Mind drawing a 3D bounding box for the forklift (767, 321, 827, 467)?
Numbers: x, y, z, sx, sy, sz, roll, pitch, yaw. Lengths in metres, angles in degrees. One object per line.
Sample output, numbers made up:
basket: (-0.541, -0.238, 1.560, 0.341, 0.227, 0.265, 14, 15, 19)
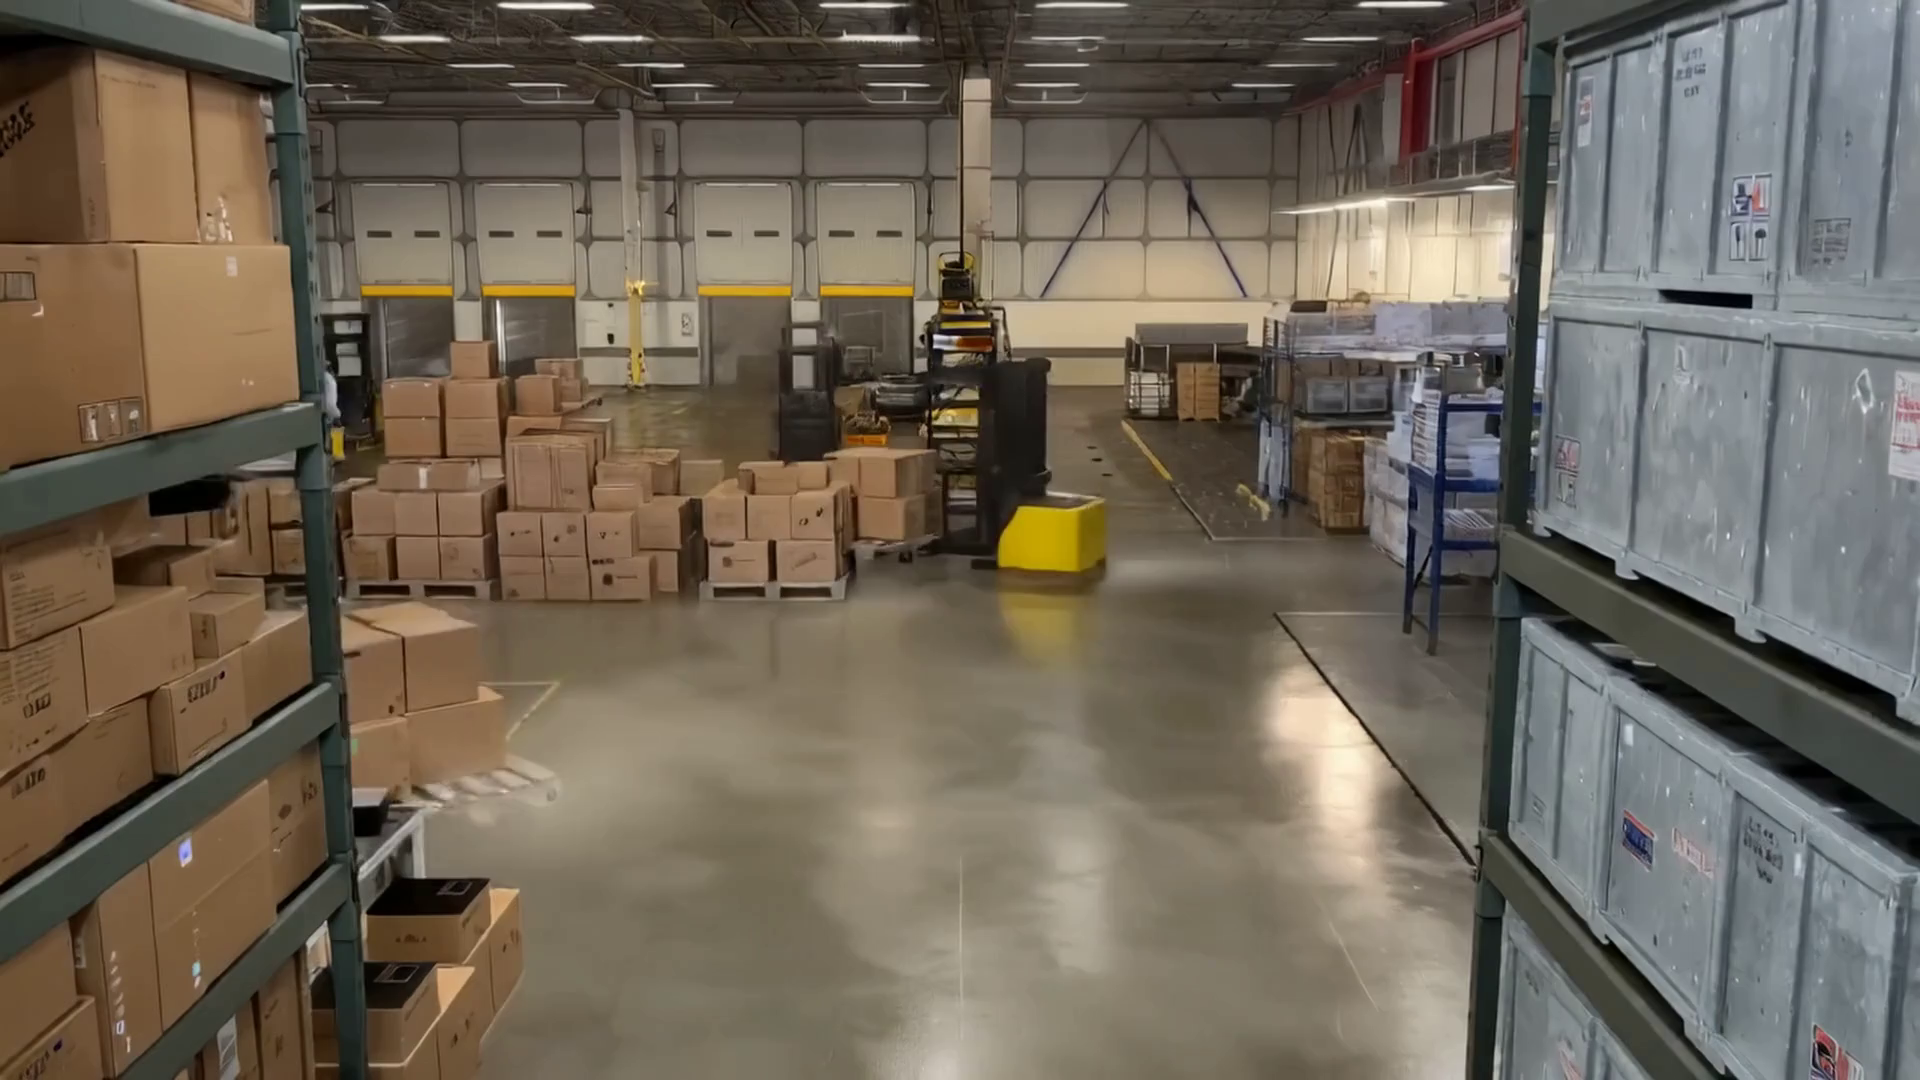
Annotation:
forklift: (-2.991, -2.754, 31.594, 1.129, 2.768, 1.873, -3, 10, -18)

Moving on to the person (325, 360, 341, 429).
person: (-12.981, -2.723, 34.164, 0.506, 1.926, 0.647, -3, 10, -19)

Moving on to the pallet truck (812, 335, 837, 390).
pallet truck: (-3.021, -4.312, 43.126, 1.885, 1.965, 0.823, 3, 10, 17)

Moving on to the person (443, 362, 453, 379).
person: (-11.557, -3.223, 37.909, 0.313, 1.633, 0.536, 6, 11, 30)

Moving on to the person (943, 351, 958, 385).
person: (-0.221, -4.103, 42.179, 0.551, 1.912, 0.823, -8, 13, -39)

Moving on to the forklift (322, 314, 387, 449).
forklift: (-12.976, -3.414, 35.398, 1.129, 2.768, 1.873, 0, 10, 1)

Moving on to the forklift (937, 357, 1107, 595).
forklift: (0.796, -0.841, 20.553, 1.873, 2.768, 1.129, 5, 11, 25)
